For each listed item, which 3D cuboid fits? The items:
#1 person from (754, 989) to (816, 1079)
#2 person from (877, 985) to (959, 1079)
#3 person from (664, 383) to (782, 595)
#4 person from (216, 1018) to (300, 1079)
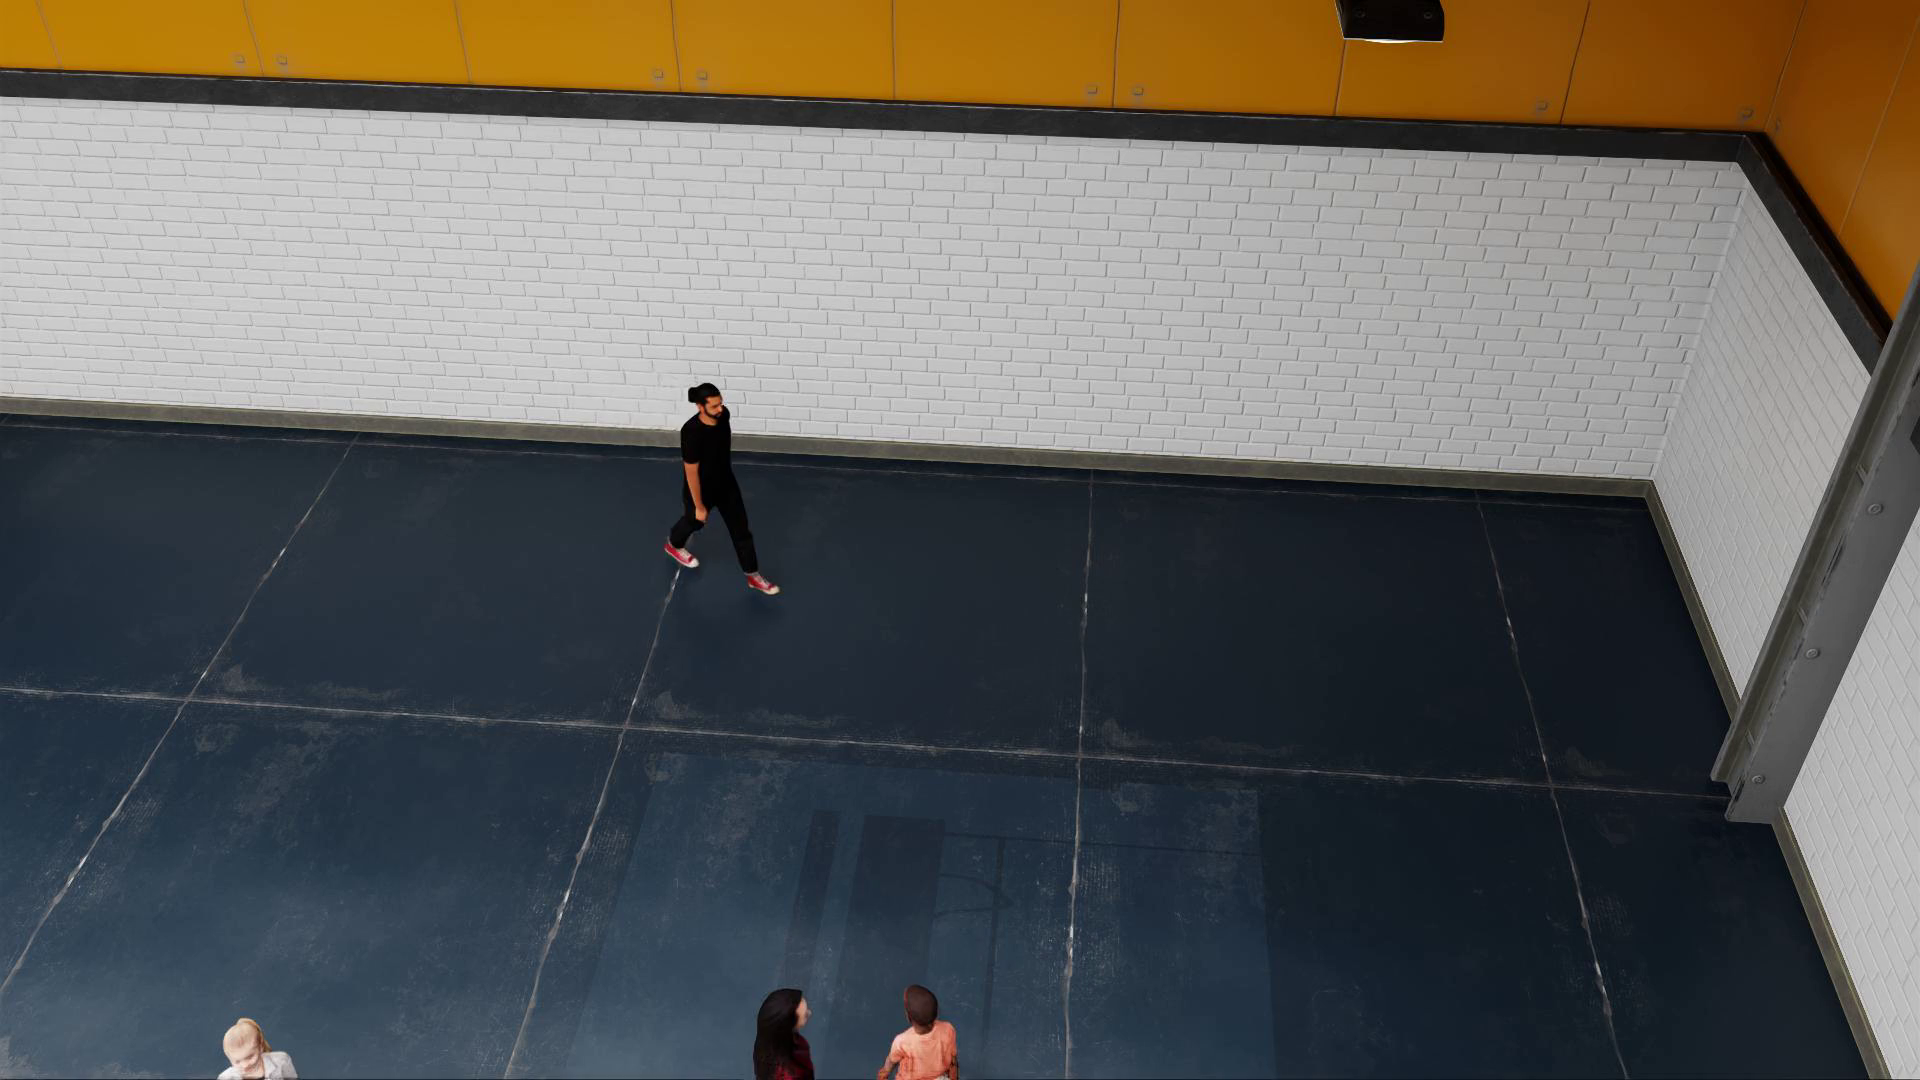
[{"bbox_3d":[-0.912,2.717,7.825,0.837,1.636,0.907,-13,40,-16],"label":"person"},{"bbox_3d":[-0.141,2.718,8.108,0.789,1.281,0.979,-16,41,-20],"label":"person"},{"bbox_3d":[-1.835,-0.393,11.662,1.120,1.708,1.258,22,43,25],"label":"person"},{"bbox_3d":[-3.333,2.773,8.044,0.598,1.275,0.641,-17,42,-20],"label":"person"}]
